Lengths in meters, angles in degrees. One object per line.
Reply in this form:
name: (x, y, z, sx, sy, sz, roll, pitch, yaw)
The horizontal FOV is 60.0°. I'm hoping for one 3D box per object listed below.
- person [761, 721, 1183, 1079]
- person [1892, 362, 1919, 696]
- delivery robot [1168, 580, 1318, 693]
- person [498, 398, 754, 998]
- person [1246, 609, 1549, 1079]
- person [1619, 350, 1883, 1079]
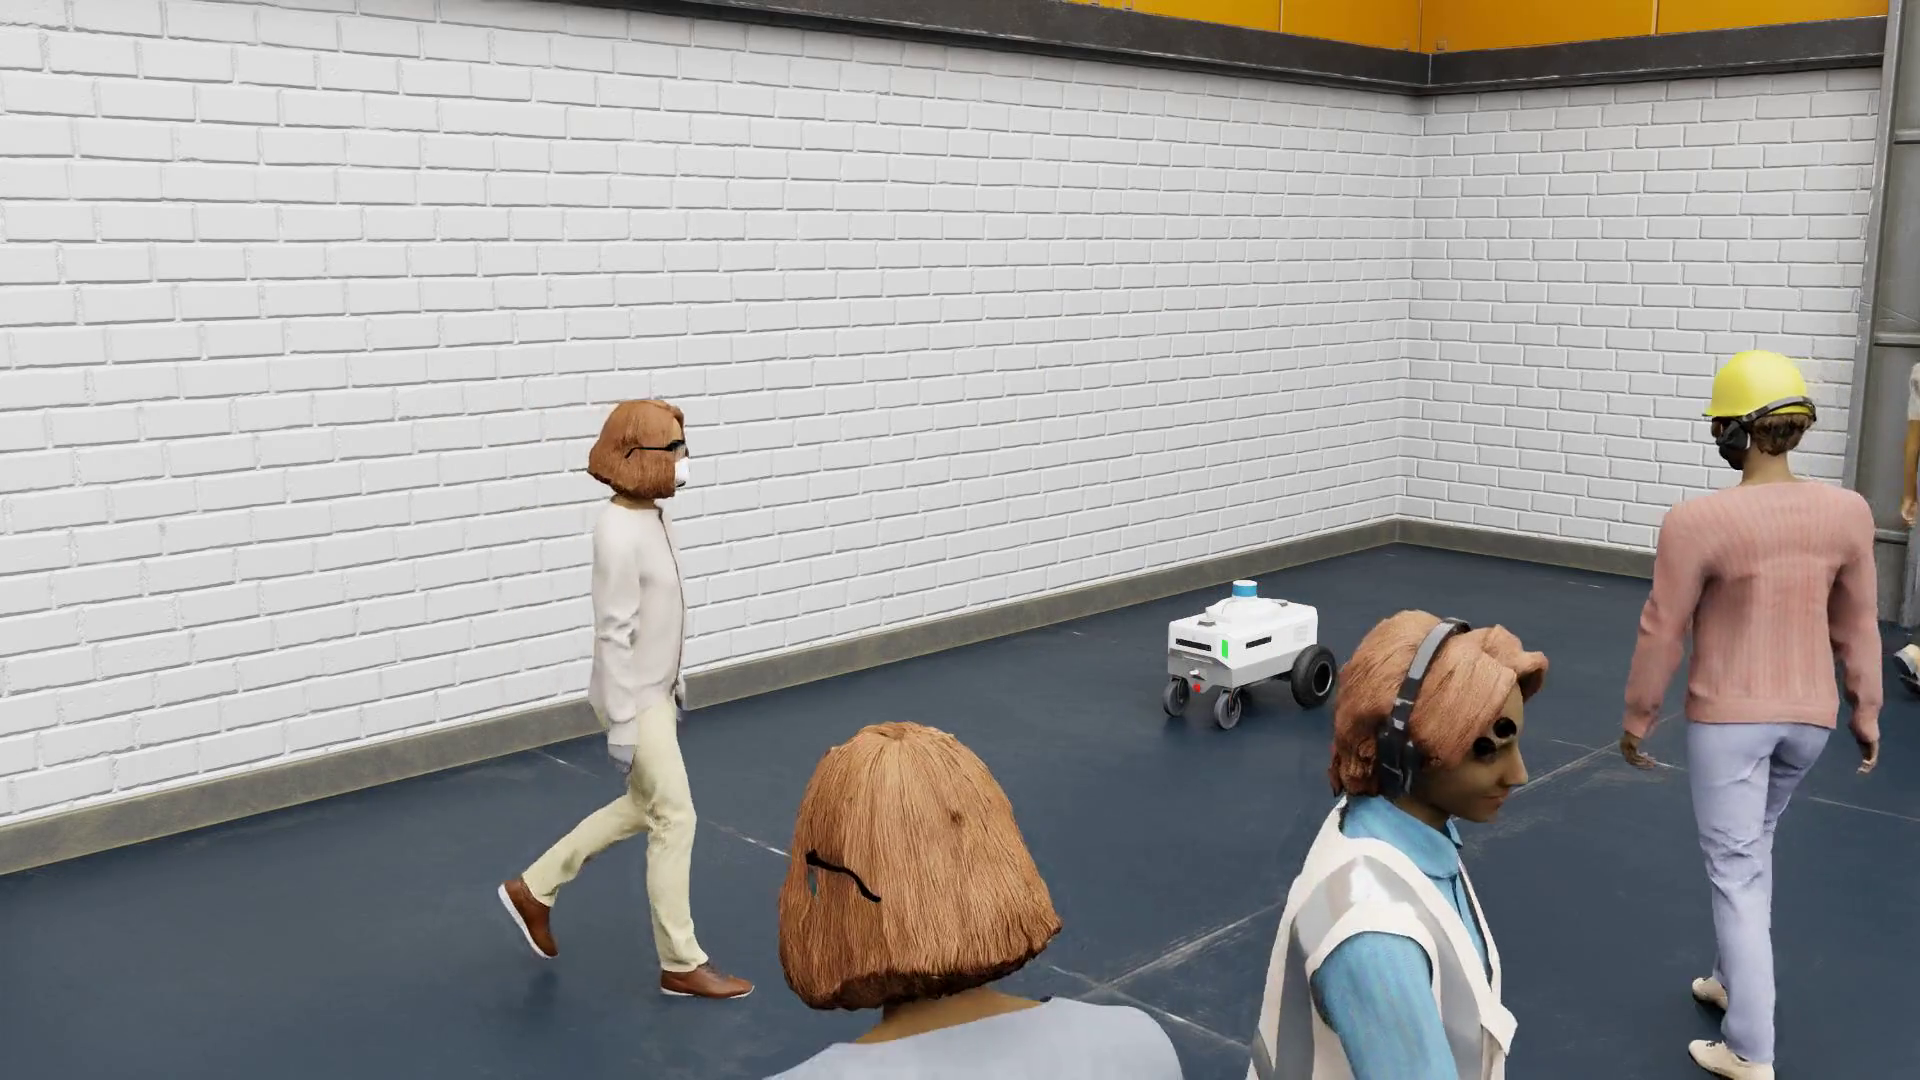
person: (0.045, 0.980, 1.456, 0.510, 1.594, 0.735, -6, 12, -29)
person: (4.404, -0.216, 7.328, 0.829, 1.821, 0.535, -5, 11, -24)
delivery robot: (1.205, 0.415, 7.078, 0.707, 0.478, 0.477, -10, 14, -44)
person: (-0.908, 0.426, 4.398, 0.640, 1.617, 0.504, 0, 10, -1)
person: (0.571, 0.869, 2.016, 0.868, 1.591, 0.523, 4, 11, 21)
person: (1.899, 0.414, 4.065, 0.566, 1.743, 0.667, -2, 11, -9)
